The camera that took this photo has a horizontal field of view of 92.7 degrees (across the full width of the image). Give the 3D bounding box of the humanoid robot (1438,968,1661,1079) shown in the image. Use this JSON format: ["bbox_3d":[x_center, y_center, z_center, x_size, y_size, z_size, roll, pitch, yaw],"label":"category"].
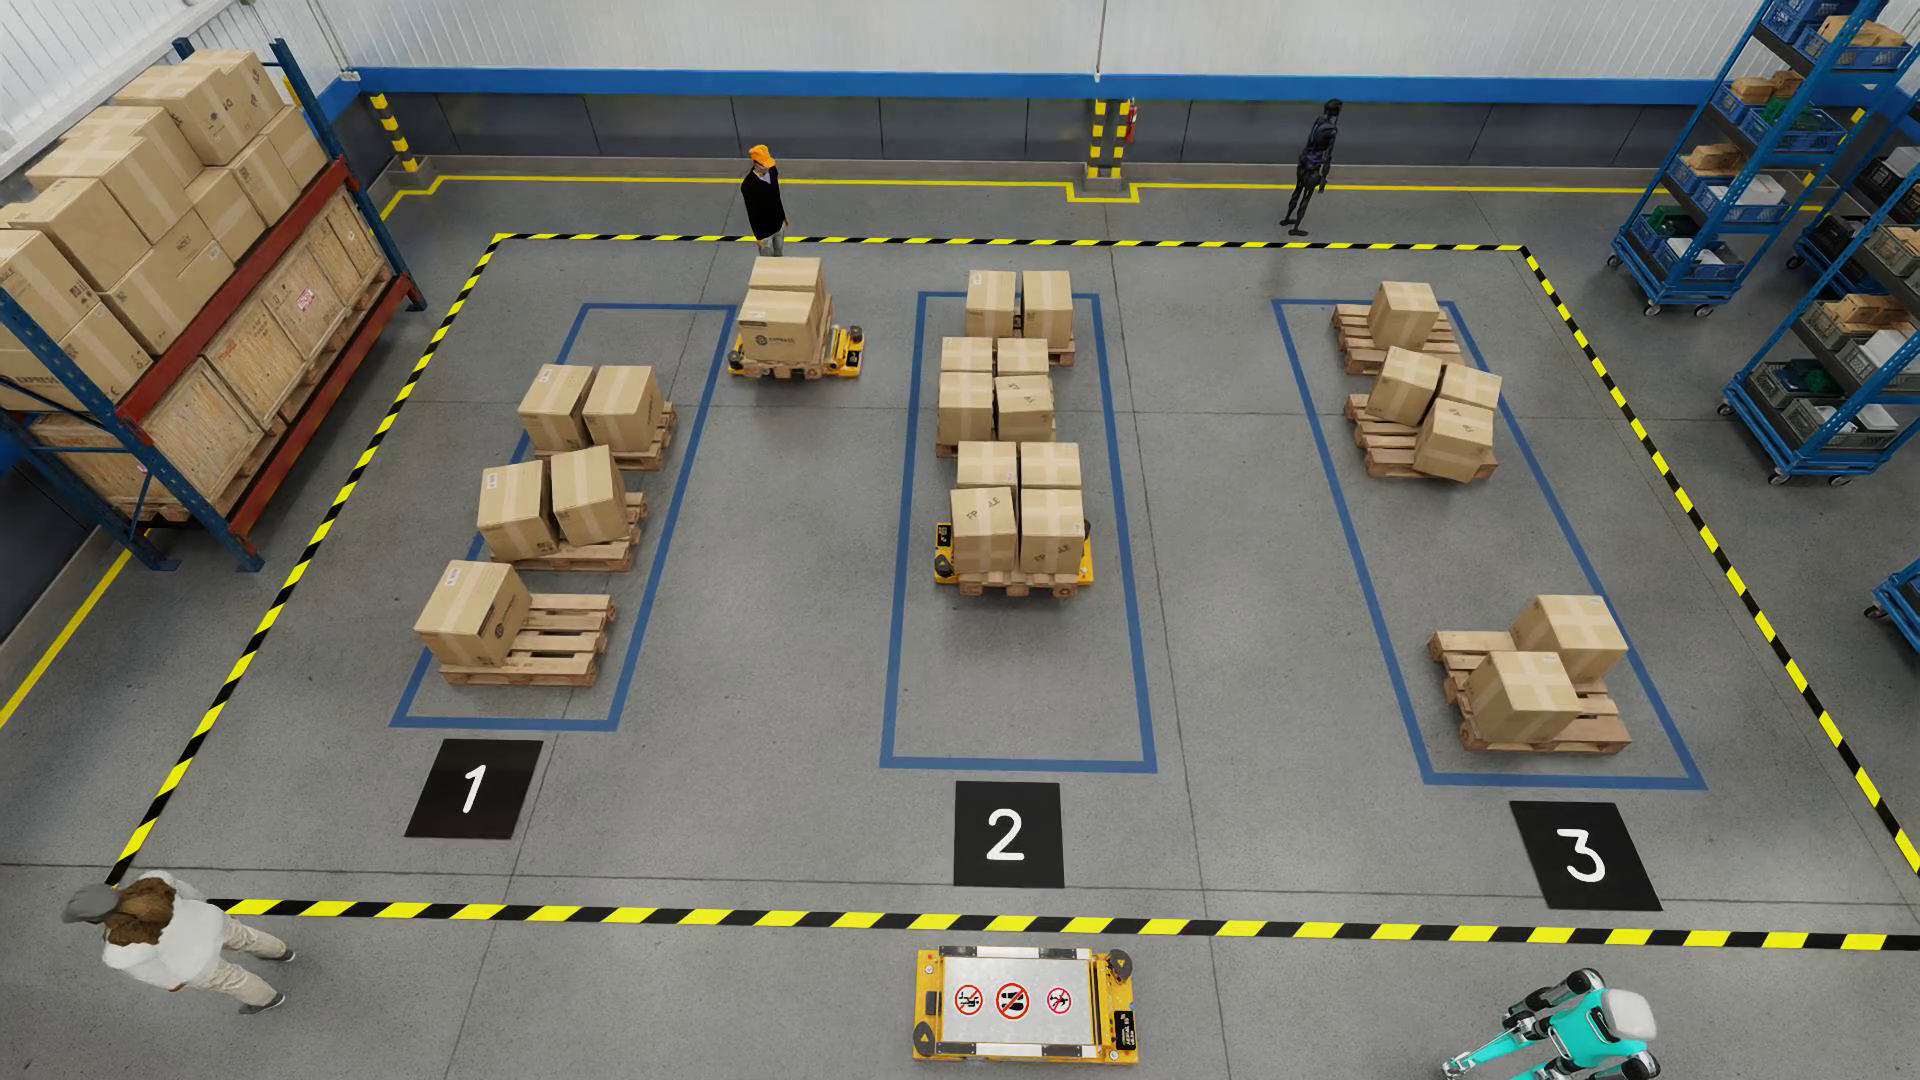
[{"bbox_3d":[3.101,2.890,5.096,0.735,1.677,0.533,-11,52,-9],"label":"humanoid robot"}]

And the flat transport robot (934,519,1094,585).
[{"bbox_3d":[0.490,0.087,8.397,1.431,0.197,0.652,1,51,1],"label":"flat transport robot"}]

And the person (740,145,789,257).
[{"bbox_3d":[-2.141,-3.550,10.342,0.382,1.878,0.584,20,54,16],"label":"person"}]

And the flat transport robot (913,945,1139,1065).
[{"bbox_3d":[0.422,3.041,6.007,1.431,0.231,0.659,1,51,1],"label":"flat transport robot"}]

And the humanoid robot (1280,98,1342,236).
[{"bbox_3d":[4.359,-4.611,11.326,0.315,1.657,0.599,-7,51,-6],"label":"humanoid robot"}]

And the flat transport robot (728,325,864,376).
[{"bbox_3d":[-1.816,-2.121,10.197,1.431,0.197,0.652,1,51,1],"label":"flat transport robot"}]

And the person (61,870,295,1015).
[{"bbox_3d":[-4.636,2.432,5.536,0.400,1.767,0.563,-7,51,-6],"label":"person"}]
